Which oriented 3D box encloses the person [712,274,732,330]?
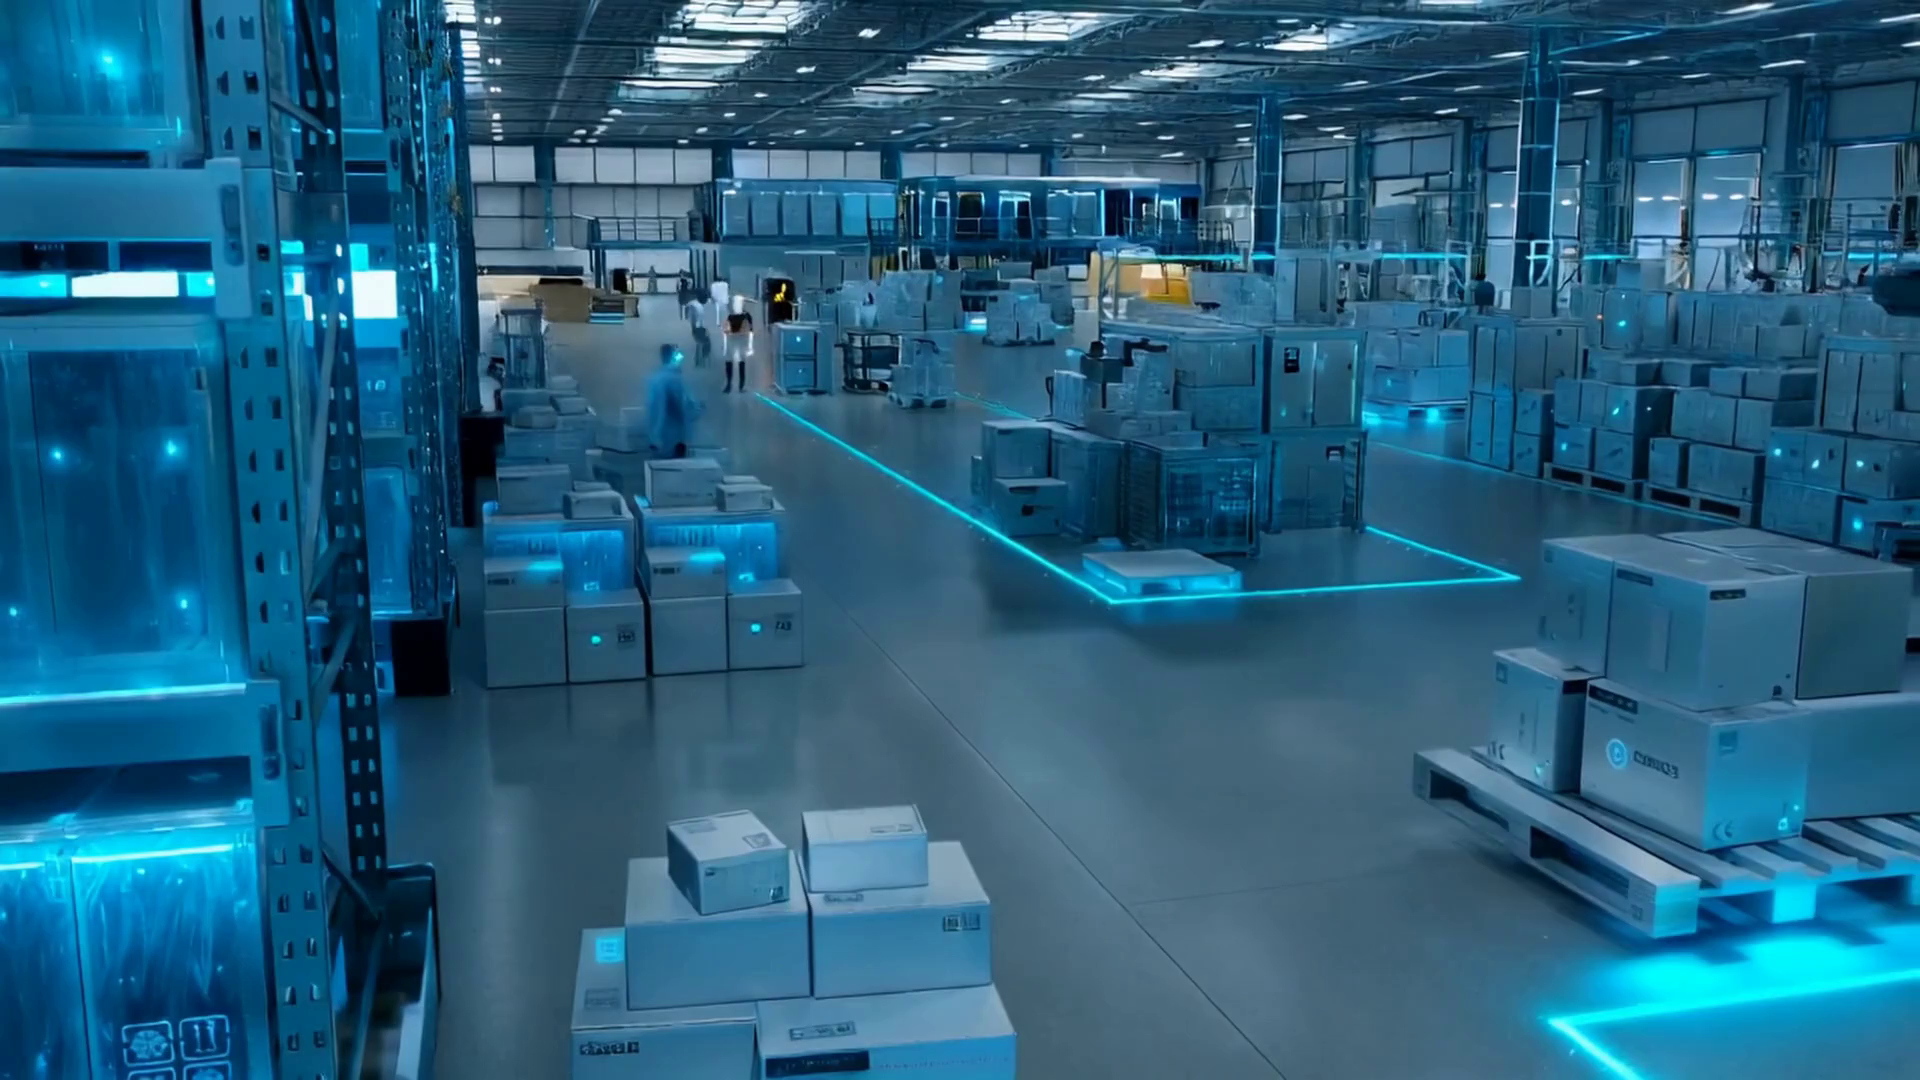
[{"bbox_3d":[-8.208,-8.215,57.396,0.641,1.922,0.464,1,10,7],"label":"person"}]

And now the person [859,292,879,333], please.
[{"bbox_3d":[-2.450,-5.877,44.886,0.519,1.660,0.843,1,10,6],"label":"person"}]

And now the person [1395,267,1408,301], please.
[{"bbox_3d":[19.741,-11.233,74.390,0.936,1.961,0.621,-6,12,-31],"label":"person"}]

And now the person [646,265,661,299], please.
[{"bbox_3d":[-16.709,-13.993,90.276,1.057,1.876,0.609,9,13,41],"label":"person"}]

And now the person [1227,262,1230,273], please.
[{"bbox_3d":[15.964,-15.469,98.423,0.628,1.931,0.458,0,10,-2],"label":"person"}]

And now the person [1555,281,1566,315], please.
[{"bbox_3d":[18.030,-6.851,49.931,0.521,1.840,0.802,-8,13,-39],"label":"person"}]

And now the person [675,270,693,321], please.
[{"bbox_3d":[-10.645,-9.460,64.118,0.680,2.000,1.050,-2,10,-10],"label":"person"}]

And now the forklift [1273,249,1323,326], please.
[{"bbox_3d":[4.855,-2.824,24.162,1.873,2.768,1.129,-3,10,-15],"label":"forklift"}]

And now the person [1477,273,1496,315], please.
[{"bbox_3d":[17.826,-8.049,56.312,0.648,1.971,0.587,3,10,15],"label":"person"}]

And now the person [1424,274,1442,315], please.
[{"bbox_3d":[18.360,-9.447,64.709,0.660,1.798,0.918,8,13,37],"label":"person"}]

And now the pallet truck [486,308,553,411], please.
[{"bbox_3d":[-6.242,-2.418,24.362,0.823,1.965,1.885,1,10,3],"label":"pallet truck"}]

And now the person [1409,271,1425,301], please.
[{"bbox_3d":[18.657,-10.054,67.973,0.595,1.873,0.988,3,10,15],"label":"person"}]

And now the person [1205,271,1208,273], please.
[{"bbox_3d":[12.630,-13.254,86.206,0.634,1.826,0.712,6,12,30],"label":"person"}]

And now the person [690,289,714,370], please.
[{"bbox_3d":[-5.953,-4.865,38.503,0.616,1.893,0.618,3,11,17],"label":"person"}]

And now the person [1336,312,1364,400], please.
[{"bbox_3d":[5.145,-2.055,22.317,0.623,1.993,0.384,-3,10,-15],"label":"person"}]

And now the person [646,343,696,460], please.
[{"bbox_3d":[-2.902,-1.042,16.861,0.431,1.891,0.676,-7,12,-34],"label":"person"}]

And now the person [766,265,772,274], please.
[{"bbox_3d":[-8.663,-11.361,74.920,0.723,2.028,0.612,5,11,28],"label":"person"}]

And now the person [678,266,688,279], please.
[{"bbox_3d":[-13.660,-12.563,82.128,0.572,1.878,1.005,-5,11,-27],"label":"person"}]

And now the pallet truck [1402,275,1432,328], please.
[{"bbox_3d":[14.620,-7.324,52.145,0.823,1.965,1.885,8,13,40],"label":"pallet truck"}]

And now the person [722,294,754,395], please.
[{"bbox_3d":[-4.310,-3.746,32.019,0.638,1.941,0.774,2,10,11],"label":"person"}]
